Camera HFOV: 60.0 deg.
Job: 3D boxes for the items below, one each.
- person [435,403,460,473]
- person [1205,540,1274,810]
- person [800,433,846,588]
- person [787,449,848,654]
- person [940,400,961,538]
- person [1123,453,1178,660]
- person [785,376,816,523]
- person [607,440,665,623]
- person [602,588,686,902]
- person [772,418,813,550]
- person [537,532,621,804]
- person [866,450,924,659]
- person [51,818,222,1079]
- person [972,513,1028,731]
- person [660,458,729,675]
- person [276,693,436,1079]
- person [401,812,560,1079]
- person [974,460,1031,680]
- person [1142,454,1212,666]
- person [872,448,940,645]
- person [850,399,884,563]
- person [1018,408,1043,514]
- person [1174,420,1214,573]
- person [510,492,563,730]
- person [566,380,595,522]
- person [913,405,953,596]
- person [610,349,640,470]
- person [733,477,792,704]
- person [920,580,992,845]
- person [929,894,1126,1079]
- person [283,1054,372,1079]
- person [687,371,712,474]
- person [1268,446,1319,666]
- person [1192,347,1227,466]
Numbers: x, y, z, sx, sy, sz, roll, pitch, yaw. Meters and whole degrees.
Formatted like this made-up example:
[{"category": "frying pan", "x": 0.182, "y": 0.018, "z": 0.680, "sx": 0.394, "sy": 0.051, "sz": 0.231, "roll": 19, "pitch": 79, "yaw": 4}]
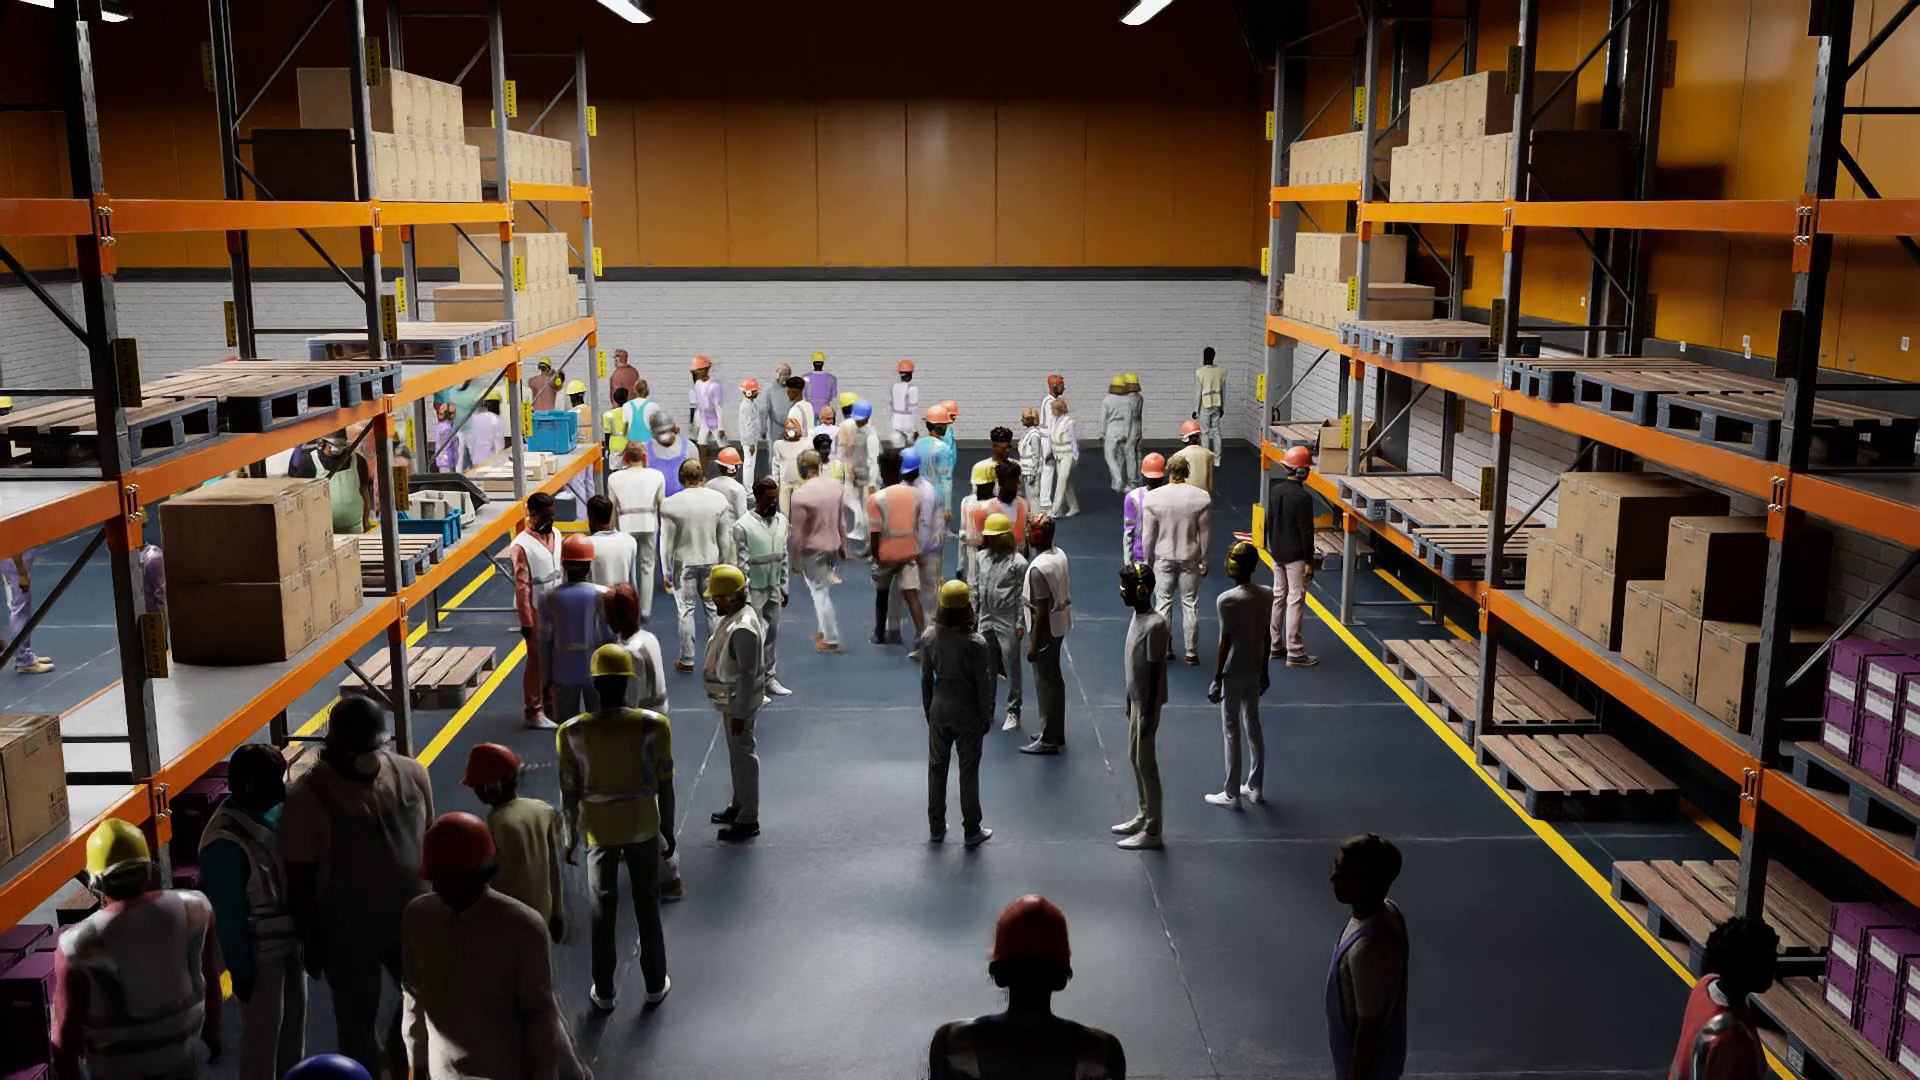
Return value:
[{"category": "person", "x": -6.615, "y": -0.964, "z": 21.500, "sx": 0.315, "sy": 1.632, "sz": 0.523, "roll": -5, "pitch": 12, "yaw": -24}, {"category": "person", "x": 1.918, "y": 0.924, "z": 11.432, "sx": 0.539, "sy": 1.869, "sz": 0.313, "roll": -8, "pitch": 14, "yaw": -34}, {"category": "person", "x": -1.486, "y": -0.323, "z": 18.118, "sx": 0.540, "sy": 1.695, "sz": 0.317, "roll": -7, "pitch": 13, "yaw": -32}, {"category": "person", "x": -1.369, "y": 0.106, "z": 15.418, "sx": 0.656, "sy": 1.909, "sz": 0.646, "roll": 8, "pitch": 14, "yaw": 36}, {"category": "person", "x": -0.169, "y": -0.888, "z": 20.851, "sx": 0.351, "sy": 1.738, "sz": 0.573, "roll": -3, "pitch": 12, "yaw": -15}, {"category": "person", "x": 1.767, "y": 0.151, "z": 15.178, "sx": 0.549, "sy": 1.924, "sz": 0.386, "roll": 0, "pitch": 11, "yaw": -2}, {"category": "person", "x": -2.081, "y": -1.156, "z": 21.651, "sx": 0.385, "sy": 1.958, "sz": 0.607, "roll": 3, "pitch": 12, "yaw": 14}, {"category": "person", "x": -3.200, "y": -0.082, "z": 16.591, "sx": 0.579, "sy": 1.827, "sz": 0.452, "roll": -2, "pitch": 11, "yaw": -9}, {"category": "person", "x": -1.922, "y": 1.208, "z": 10.100, "sx": 0.538, "sy": 1.848, "sz": 0.771, "roll": 0, "pitch": 11, "yaw": 0}, {"category": "person", "x": -2.002, "y": -0.659, "z": 19.960, "sx": 0.499, "sy": 1.634, "sz": 0.285, "roll": 0, "pitch": 11, "yaw": 0}, {"category": "person", "x": -2.581, "y": 0.906, "z": 11.349, "sx": 0.551, "sy": 1.934, "sz": 0.373, "roll": -1, "pitch": 11, "yaw": -6}, {"category": "person", "x": -0.564, "y": 0.132, "z": 15.328, "sx": 0.600, "sy": 1.921, "sz": 1.012, "roll": -5, "pitch": 12, "yaw": -25}, {"category": "person", "x": -3.156, "y": 1.947, "z": 6.407, "sx": 0.425, "sy": 1.815, "sz": 0.613, "roll": 9, "pitch": 15, "yaw": 39}, {"category": "person", "x": 0.298, "y": 0.642, "z": 13.164, "sx": 0.494, "sy": 1.741, "sz": 0.306, "roll": 7, "pitch": 13, "yaw": 32}, {"category": "person", "x": -2.352, "y": 0.230, "z": 14.779, "sx": 0.635, "sy": 1.932, "sz": 0.363, "roll": -6, "pitch": 13, "yaw": -26}, {"category": "person", "x": -2.587, "y": 1.652, "z": 7.349, "sx": 0.709, "sy": 2.000, "sz": 0.541, "roll": -10, "pitch": 15, "yaw": -42}, {"category": "person", "x": -1.767, "y": 1.932, "z": 6.093, "sx": 0.627, "sy": 1.985, "sz": 0.409, "roll": 4, "pitch": 12, "yaw": 18}, {"category": "person", "x": 0.372, "y": 0.250, "z": 14.615, "sx": 0.618, "sy": 1.943, "sz": 0.568, "roll": -8, "pitch": 14, "yaw": -36}, {"category": "person", "x": 1.942, "y": 0.186, "z": 14.968, "sx": 0.627, "sy": 1.936, "sz": 0.372, "roll": 0, "pitch": 11, "yaw": 2}, {"category": "person", "x": -0.490, "y": 0.084, "z": 15.560, "sx": 0.773, "sy": 1.901, "sz": 0.607, "roll": -8, "pitch": 14, "yaw": -35}, {"category": "person", "x": -1.097, "y": -0.699, "z": 19.433, "sx": 0.428, "sy": 1.932, "sz": 0.718, "roll": -3, "pitch": 12, "yaw": -15}, {"category": "person", "x": 0.886, "y": -0.840, "z": 20.852, "sx": 0.311, "sy": 1.642, "sz": 0.512, "roll": -2, "pitch": 11, "yaw": -8}, {"category": "person", "x": 2.600, "y": -0.482, "z": 18.804, "sx": 0.569, "sy": 1.741, "sz": 0.361, "roll": -6, "pitch": 13, "yaw": -29}, {"category": "person", "x": -3.331, "y": 0.554, "z": 13.199, "sx": 0.401, "sy": 1.908, "sz": 0.597, "roll": 3, "pitch": 12, "yaw": 16}, {"category": "person", "x": -4.901, "y": -1.104, "z": 21.498, "sx": 0.394, "sy": 1.913, "sz": 0.591, "roll": 4, "pitch": 12, "yaw": 20}, {"category": "person", "x": -0.259, "y": -0.425, "z": 17.753, "sx": 0.394, "sy": 2.044, "sz": 0.609, "roll": -7, "pitch": 13, "yaw": -33}, {"category": "person", "x": -5.328, "y": -2.059, "z": 26.293, "sx": 0.405, "sy": 1.910, "sz": 0.636, "roll": 4, "pitch": 12, "yaw": 21}, {"category": "person", "x": -1.661, "y": 0.410, "z": 13.921, "sx": 0.392, "sy": 1.911, "sz": 0.581, "roll": 8, "pitch": 14, "yaw": 37}, {"category": "person", "x": -0.022, "y": 1.112, "z": 10.800, "sx": 0.487, "sy": 1.746, "sz": 0.288, "roll": 5, "pitch": 12, "yaw": 23}, {"category": "person", "x": 0.196, "y": 2.100, "z": 5.197, "sx": 0.623, "sy": 2.020, "sz": 0.489, "roll": 1, "pitch": 11, "yaw": 3}, {"category": "person", "x": -1.618, "y": 2.275, "z": 4.496, "sx": 0.415, "sy": 1.939, "sz": 0.614, "roll": -8, "pitch": 14, "yaw": -35}, {"category": "person", "x": -4.009, "y": -1.826, "z": 25.674, "sx": 0.350, "sy": 1.690, "sz": 0.565, "roll": 7, "pitch": 13, "yaw": 33}, {"category": "person", "x": 3.012, "y": 0.142, "z": 15.037, "sx": 0.377, "sy": 1.995, "sz": 0.608, "roll": -5, "pitch": 12, "yaw": -24}, {"category": "person", "x": 3.985, "y": -2.116, "z": 26.552, "sx": 0.592, "sy": 1.917, "sz": 0.375, "roll": -6, "pitch": 13, "yaw": -27}]
